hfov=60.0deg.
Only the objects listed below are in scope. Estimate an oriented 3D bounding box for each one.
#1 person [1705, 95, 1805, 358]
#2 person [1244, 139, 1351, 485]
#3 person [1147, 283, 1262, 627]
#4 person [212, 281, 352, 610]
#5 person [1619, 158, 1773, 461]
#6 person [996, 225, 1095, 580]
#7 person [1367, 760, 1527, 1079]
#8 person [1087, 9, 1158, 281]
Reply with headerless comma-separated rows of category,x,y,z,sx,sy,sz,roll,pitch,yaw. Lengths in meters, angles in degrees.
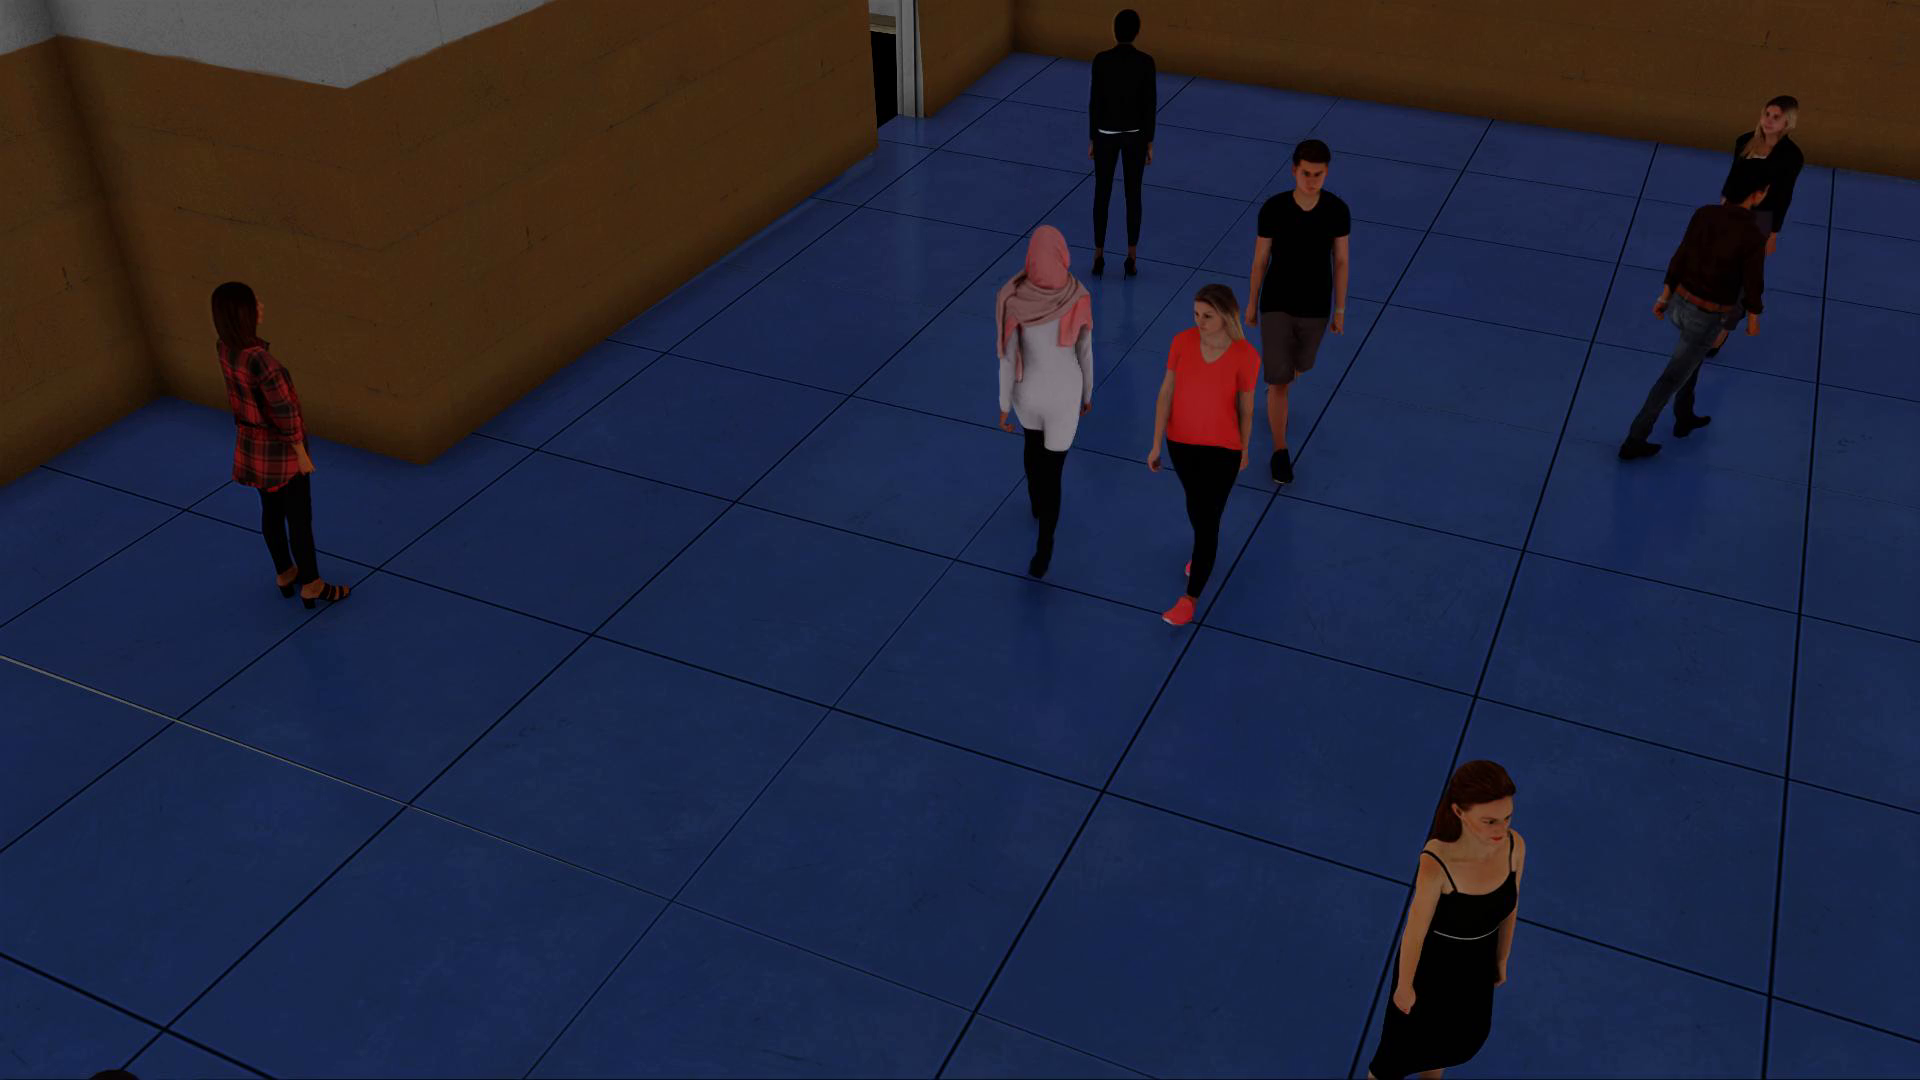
person,4.872,-1.926,10.194,0.845,1.657,0.804,-19,38,-26
person,1.837,-1.320,9.123,1.230,1.833,1.083,0,34,0
person,1.215,-0.488,8.032,1.012,1.656,0.742,19,38,26
person,-3.275,-0.443,7.923,0.562,1.703,0.724,23,40,31
person,3.922,-1.187,9.004,1.048,1.744,0.985,-12,35,-17
person,0.428,-0.639,8.166,1.228,1.759,0.981,2,34,3
person,1.549,1.340,5.314,0.674,1.623,0.729,-13,36,-19
person,1.066,-2.613,11.066,0.551,1.834,0.708,5,34,7
